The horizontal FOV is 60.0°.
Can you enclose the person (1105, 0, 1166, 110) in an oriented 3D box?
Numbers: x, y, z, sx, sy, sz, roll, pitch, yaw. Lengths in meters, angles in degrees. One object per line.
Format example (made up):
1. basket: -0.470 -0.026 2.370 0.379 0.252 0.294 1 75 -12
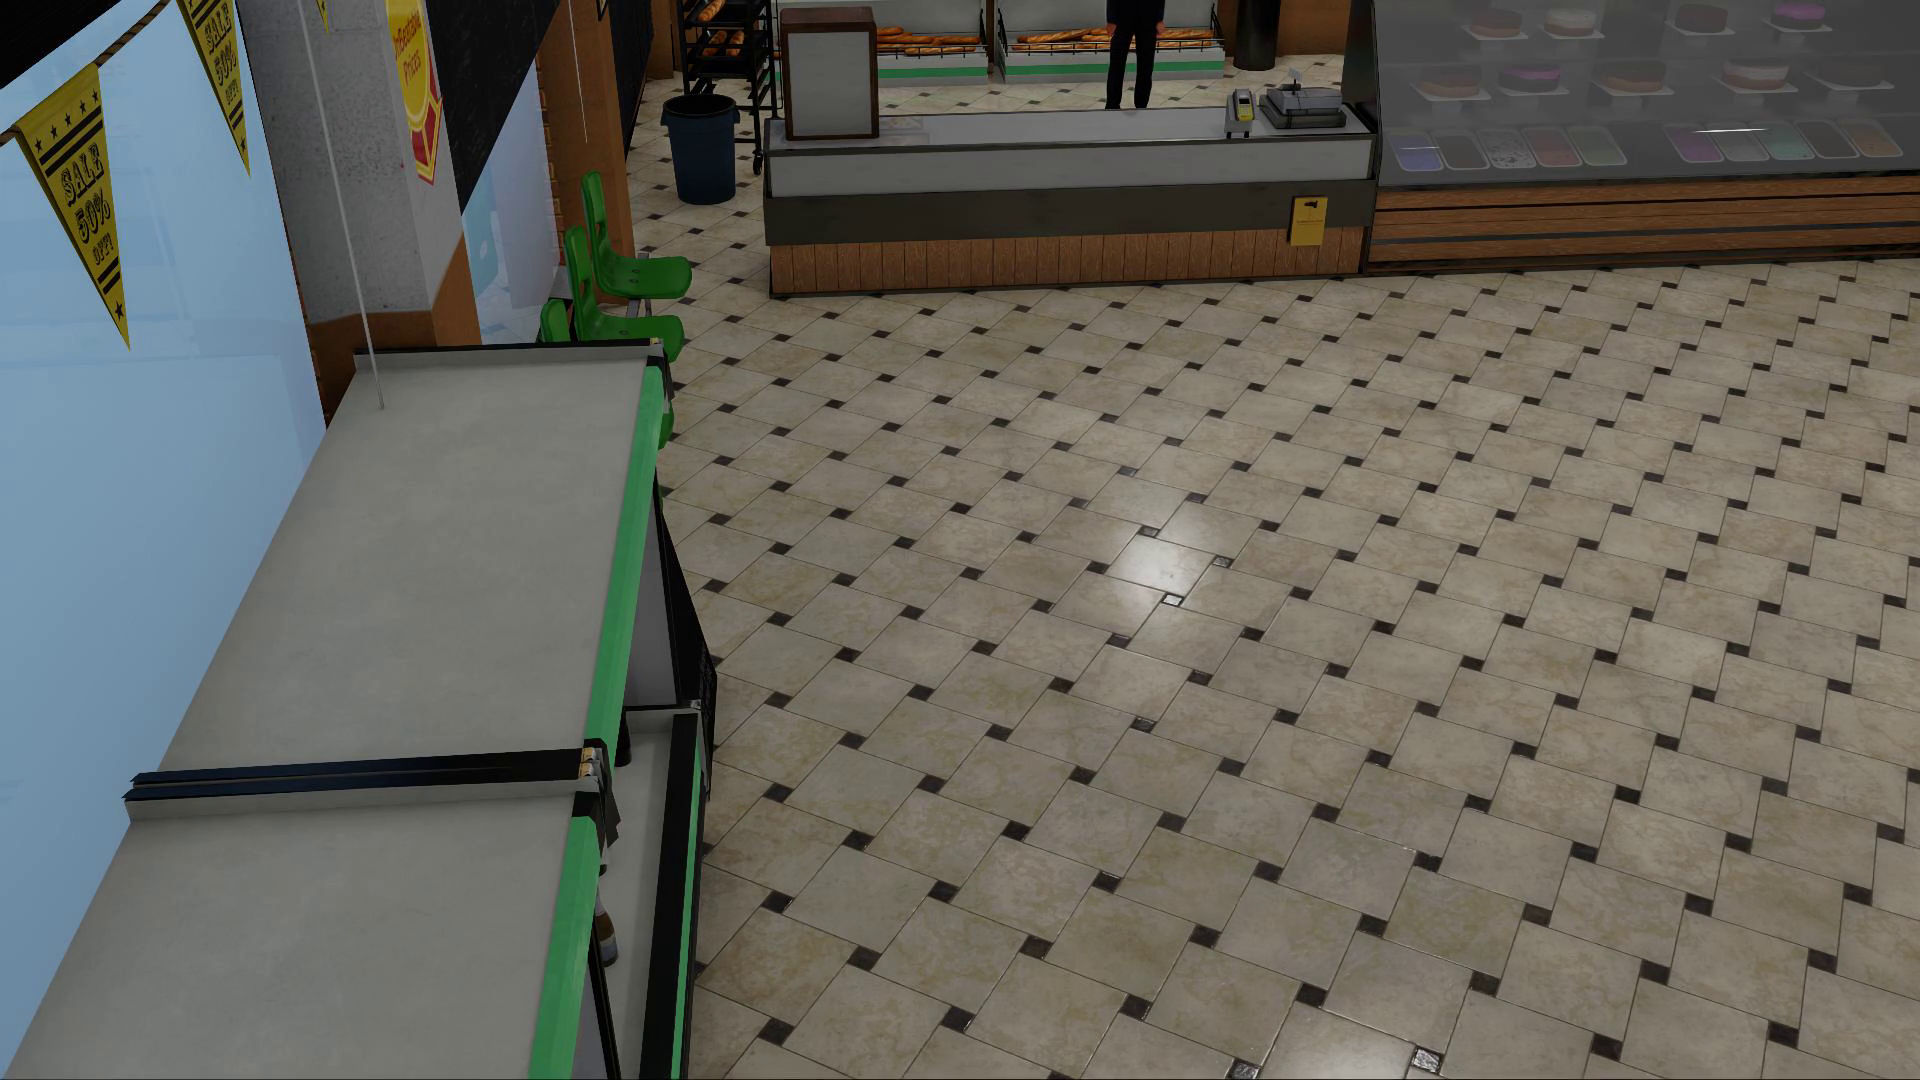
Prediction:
1. person: 1.429 -4.235 13.462 0.625 1.866 0.553 -3 32 -4
